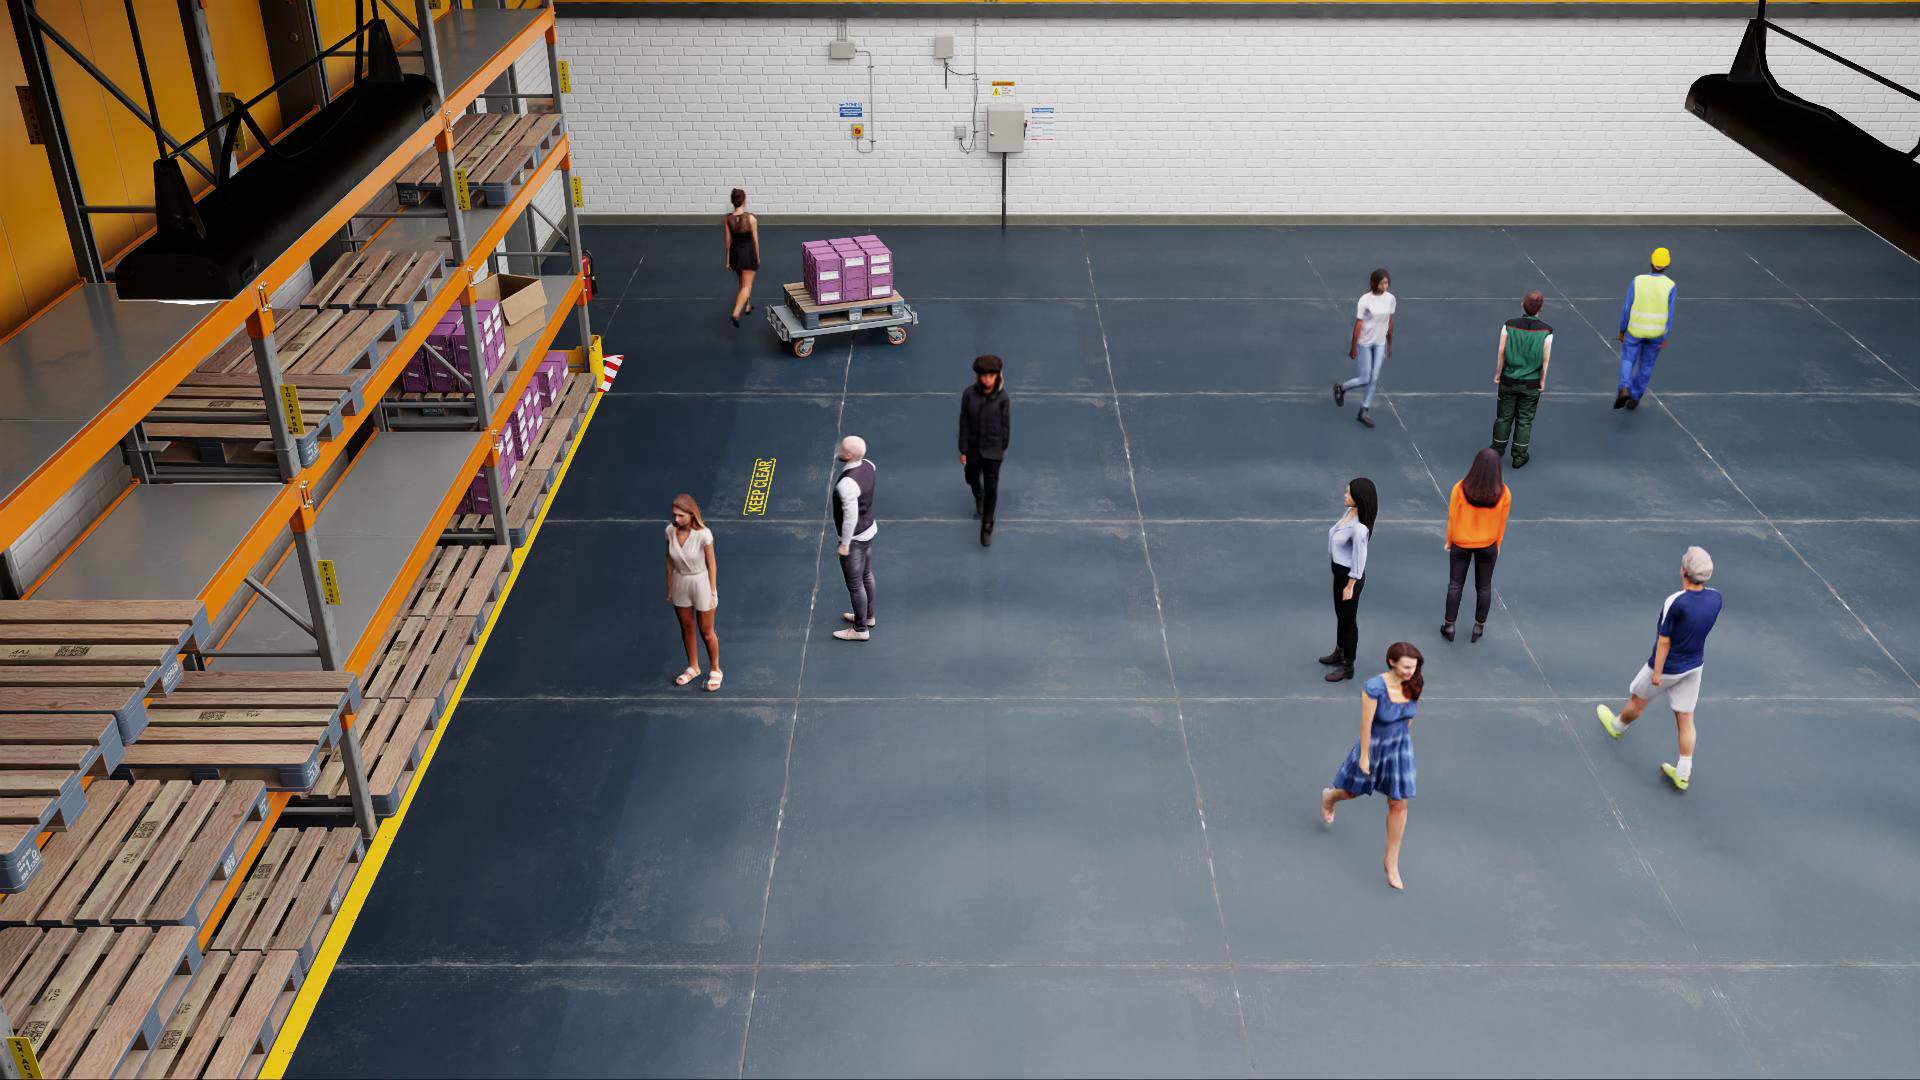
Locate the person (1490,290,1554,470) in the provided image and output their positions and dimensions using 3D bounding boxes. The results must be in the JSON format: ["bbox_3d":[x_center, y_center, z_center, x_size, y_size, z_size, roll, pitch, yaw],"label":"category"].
[{"bbox_3d":[5.548,-1.600,16.446,0.735,1.843,0.737,13,31,22],"label":"person"}]

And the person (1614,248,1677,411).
[{"bbox_3d":[7.219,-2.169,17.535,0.885,1.800,1.021,12,31,22],"label":"person"}]

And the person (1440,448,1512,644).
[{"bbox_3d":[4.187,0.044,13.532,0.662,1.749,0.619,6,29,10],"label":"person"}]

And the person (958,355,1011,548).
[{"bbox_3d":[0.200,-0.887,15.230,0.677,1.756,1.106,3,29,5],"label":"person"}]

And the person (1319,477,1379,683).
[{"bbox_3d":[3.055,0.303,13.061,0.707,1.744,0.481,1,29,1],"label":"person"}]

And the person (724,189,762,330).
[{"bbox_3d":[-2.607,-3.321,19.815,0.775,1.638,1.156,8,30,15],"label":"person"}]

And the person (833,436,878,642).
[{"bbox_3d":[-0.854,-0.028,13.585,0.806,1.823,0.628,7,29,13],"label":"person"}]

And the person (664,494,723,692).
[{"bbox_3d":[-2.075,0.376,12.983,0.647,1.691,0.649,11,30,19],"label":"person"}]

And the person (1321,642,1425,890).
[{"bbox_3d":[2.729,1.405,11.009,0.876,1.774,1.191,-9,30,-16],"label":"person"}]

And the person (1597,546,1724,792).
[{"bbox_3d":[5.150,0.948,11.838,0.890,1.782,1.240,-8,30,-15],"label":"person"}]

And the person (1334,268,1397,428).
[{"bbox_3d":[4.248,-2.048,17.410,0.761,1.707,0.889,-11,30,-19],"label":"person"}]
